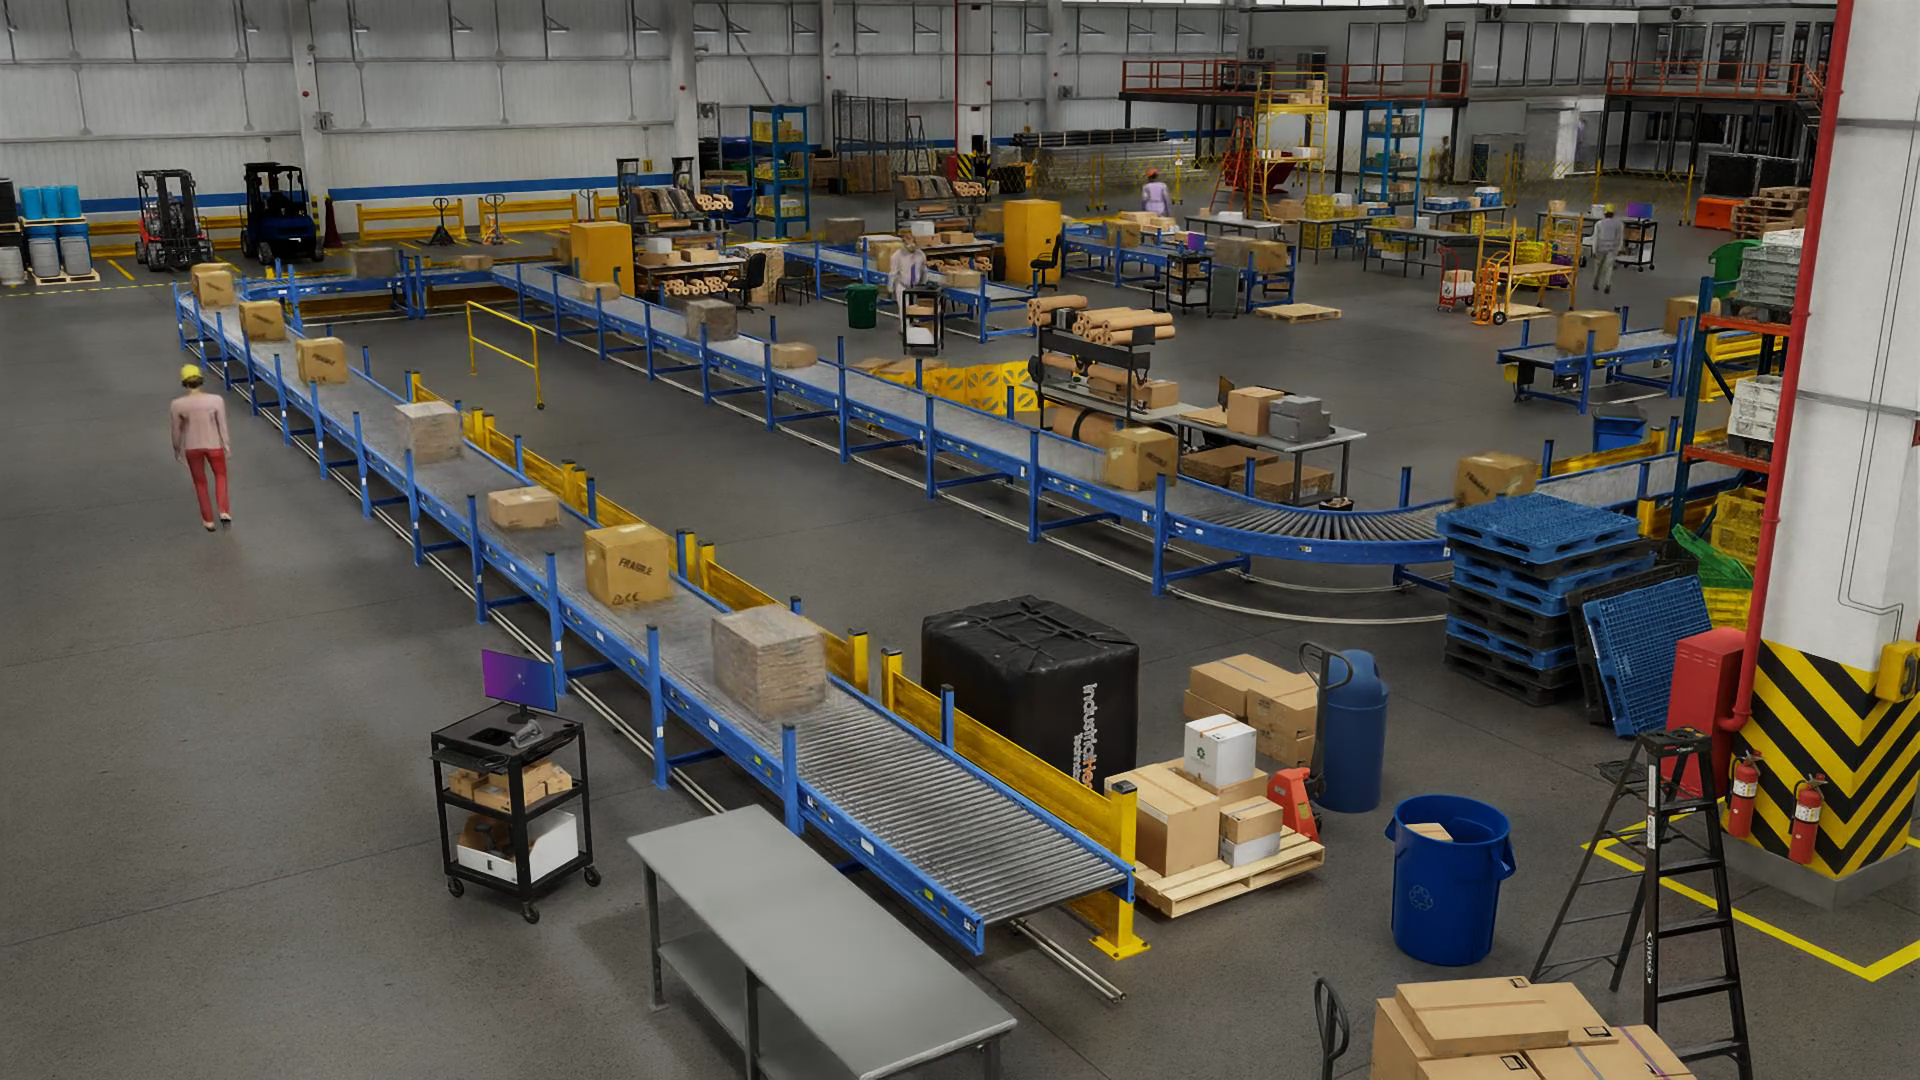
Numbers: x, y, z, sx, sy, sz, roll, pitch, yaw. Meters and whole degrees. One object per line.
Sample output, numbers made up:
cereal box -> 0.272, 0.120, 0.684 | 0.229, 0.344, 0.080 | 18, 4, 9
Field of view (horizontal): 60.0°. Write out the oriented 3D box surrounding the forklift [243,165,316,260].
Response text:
forklift -> -15.898, -7.669, 38.708 | 1.157, 1.987, 2.680 | -11, 20, -33

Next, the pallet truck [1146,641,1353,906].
pallet truck -> 1.664, 1.407, 10.232 | 1.630, 1.274, 0.653 | -10, 20, -31

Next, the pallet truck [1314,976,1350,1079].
pallet truck -> 2.299, 2.390, 7.086 | 1.601, 1.201, 0.680 | -2, 17, -7

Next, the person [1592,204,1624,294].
person -> 13.133, -5.914, 33.758 | 0.589, 1.794, 0.917 | 5, 17, 16

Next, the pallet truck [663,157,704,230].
pallet truck -> -7.586, -9.308, 44.692 | 0.823, 1.965, 1.885 | -11, 20, -33

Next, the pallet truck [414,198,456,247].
pallet truck -> -13.250, -8.060, 41.856 | 0.680, 1.201, 1.601 | -10, 20, -31

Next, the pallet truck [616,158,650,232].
pallet truck -> -8.918, -9.176, 44.255 | 0.823, 1.965, 1.885 | -9, 19, -27

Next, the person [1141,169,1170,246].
person -> 4.717, -7.985, 40.334 | 0.695, 1.970, 0.969 | -3, 17, -9

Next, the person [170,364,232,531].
person -> -7.922, -0.975, 17.372 | 0.551, 1.749, 0.487 | -9, 19, -26

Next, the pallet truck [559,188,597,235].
pallet truck -> -10.010, -8.652, 43.699 | 0.653, 1.274, 1.630 | -10, 20, -31

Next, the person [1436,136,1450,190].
person -> 16.583, -12.923, 57.004 | 0.543, 1.835, 0.441 | -13, 21, -36

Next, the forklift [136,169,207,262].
forklift -> -17.842, -7.318, 37.559 | 1.157, 1.987, 2.680 | -10, 20, -31

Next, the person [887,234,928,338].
person -> -0.859, -4.253, 28.134 | 0.706, 1.880, 0.966 | -9, 19, -27

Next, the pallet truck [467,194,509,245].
pallet truck -> -11.983, -8.177, 42.137 | 0.704, 1.261, 1.522 | -11, 20, -33
